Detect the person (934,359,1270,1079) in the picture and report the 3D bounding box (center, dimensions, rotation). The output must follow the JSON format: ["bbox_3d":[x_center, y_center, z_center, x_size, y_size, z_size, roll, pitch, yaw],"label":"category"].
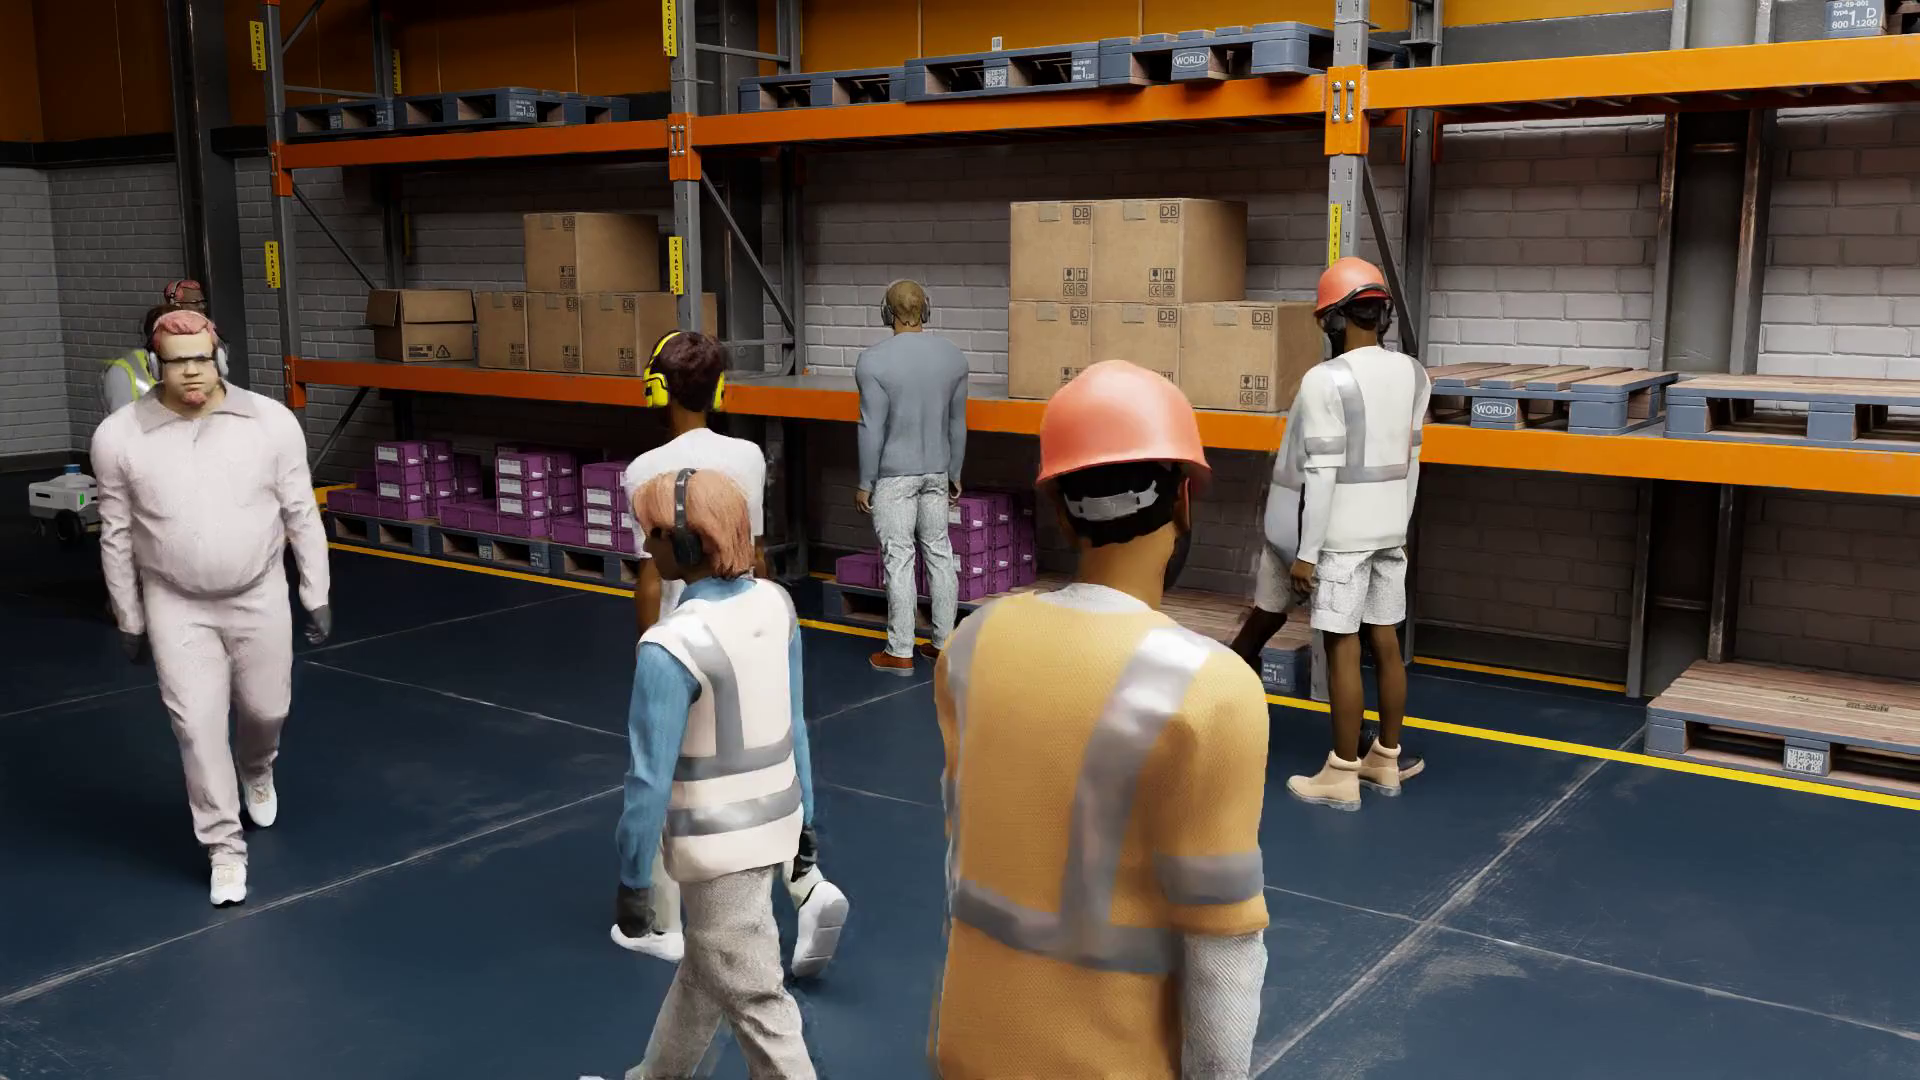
[{"bbox_3d":[0.199,0.710,2.299,0.651,1.892,0.558,-7,12,-34],"label":"person"}]

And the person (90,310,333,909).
[{"bbox_3d":[-2.441,0.181,5.470,0.684,1.873,0.856,-5,11,-27],"label":"person"}]

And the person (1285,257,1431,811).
[{"bbox_3d":[1.445,-0.018,6.170,0.609,2.034,0.404,-7,12,-35],"label":"person"}]

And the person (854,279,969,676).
[{"bbox_3d":[-0.239,-0.303,8.160,0.634,1.933,0.352,-7,12,-35],"label":"person"}]

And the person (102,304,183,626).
[{"bbox_3d":[-4.279,-0.364,8.937,0.939,1.805,0.632,7,12,36],"label":"person"}]

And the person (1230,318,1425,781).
[{"bbox_3d":[1.381,-0.010,6.588,0.868,1.904,0.632,1,10,6],"label":"person"}]

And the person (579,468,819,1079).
[{"bbox_3d":[-0.581,0.644,3.494,0.833,1.593,0.521,4,10,22],"label":"person"}]

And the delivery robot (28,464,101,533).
[{"bbox_3d":[-6.373,-0.303,11.981,0.707,0.478,0.477,6,11,31],"label":"delivery robot"}]

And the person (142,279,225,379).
[{"bbox_3d":[-4.727,-0.647,10.295,0.408,1.908,0.641,0,10,2],"label":"person"}]

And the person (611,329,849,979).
[{"bbox_3d":[-0.681,0.336,4.664,0.759,1.844,0.509,8,13,41],"label":"person"}]
